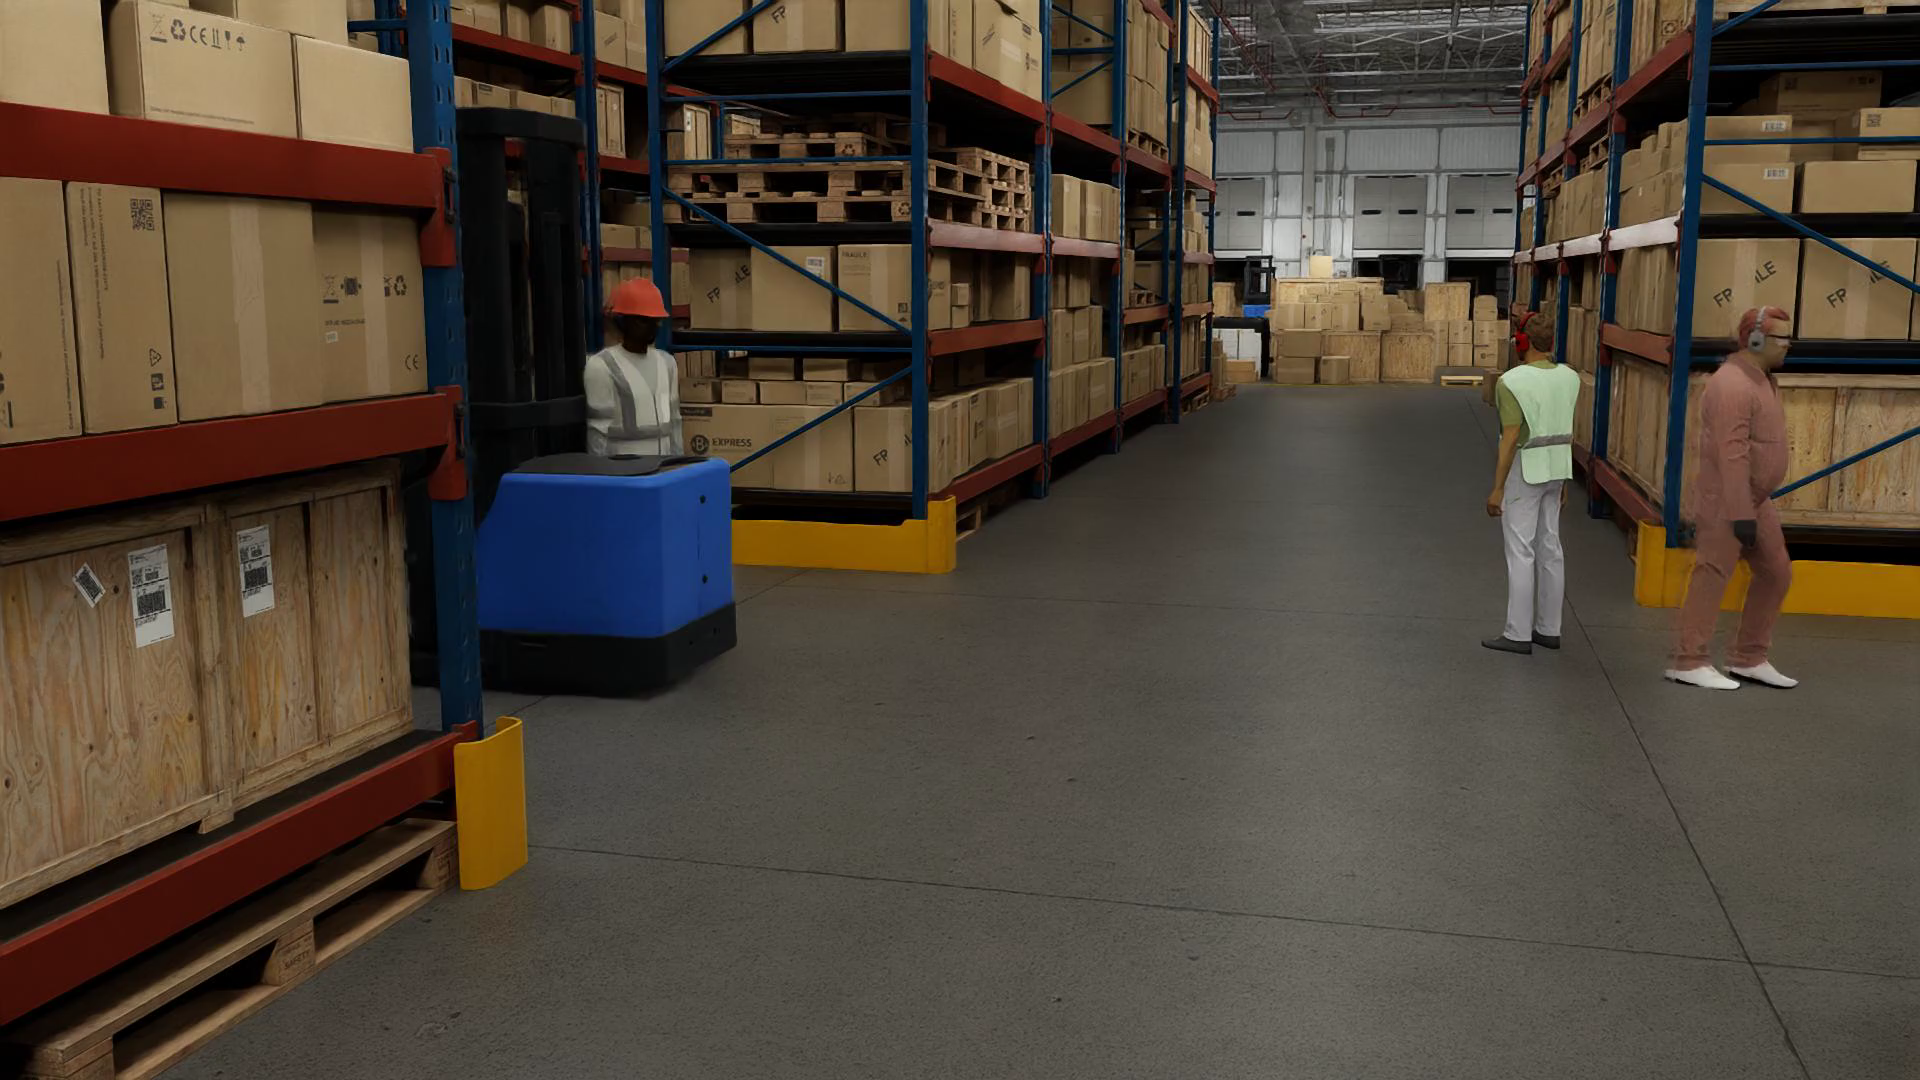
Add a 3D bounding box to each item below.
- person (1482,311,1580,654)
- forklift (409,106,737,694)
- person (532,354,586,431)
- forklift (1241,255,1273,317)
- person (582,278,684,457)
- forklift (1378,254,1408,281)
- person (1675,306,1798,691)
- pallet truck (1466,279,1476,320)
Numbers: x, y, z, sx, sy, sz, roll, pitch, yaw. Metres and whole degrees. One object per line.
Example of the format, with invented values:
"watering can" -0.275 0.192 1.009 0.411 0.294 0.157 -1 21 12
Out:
"person" 3.096 -0.303 8.972 0.571 1.843 0.373 -5 10 -30
"forklift" -2.201 -0.734 8.438 1.873 2.768 1.129 2 9 15
"person" -2.766 -0.580 11.544 0.570 1.586 0.778 -3 9 -19
"forklift" 10.551 -8.662 58.805 1.129 2.768 1.873 2 9 15
"person" -1.670 -0.340 8.658 0.453 2.030 0.605 6 11 32
"forklift" 14.512 -8.215 55.966 1.129 2.768 1.873 -2 9 -13
"person" 3.845 -0.177 8.044 0.692 1.880 0.676 7 12 39
"pallet truck" 18.896 -8.459 60.307 1.885 1.965 0.823 5 10 31
